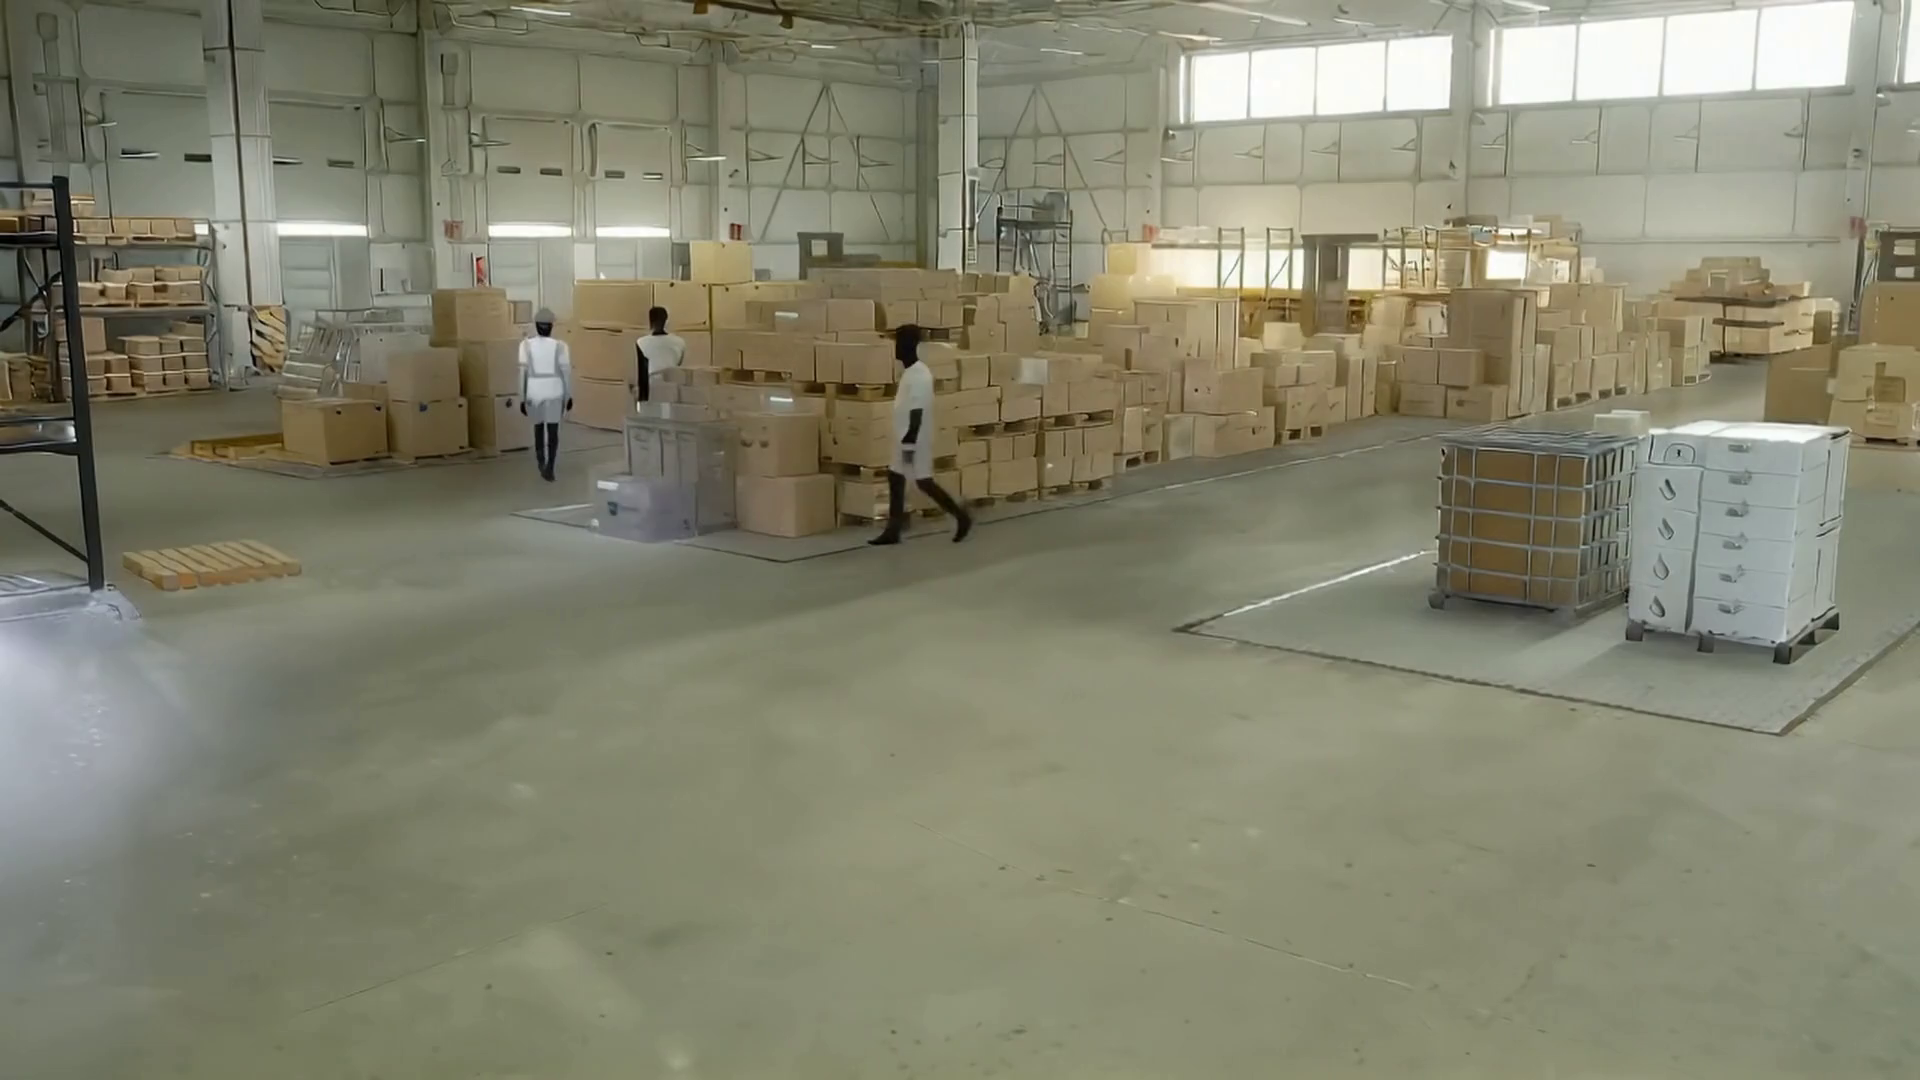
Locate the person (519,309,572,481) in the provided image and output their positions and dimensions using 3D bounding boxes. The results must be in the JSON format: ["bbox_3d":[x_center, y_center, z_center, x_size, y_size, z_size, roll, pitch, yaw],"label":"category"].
[{"bbox_3d":[-4.580,-1.606,18.405,0.566,1.883,0.997,-2,10,-12],"label":"person"}]

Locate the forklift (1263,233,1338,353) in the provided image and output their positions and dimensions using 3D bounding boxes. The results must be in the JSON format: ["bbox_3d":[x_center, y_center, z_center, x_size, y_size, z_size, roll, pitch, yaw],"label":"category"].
[{"bbox_3d":[7.068,-4.656,32.901,1.873,2.768,1.129,8,13,40],"label":"forklift"}]

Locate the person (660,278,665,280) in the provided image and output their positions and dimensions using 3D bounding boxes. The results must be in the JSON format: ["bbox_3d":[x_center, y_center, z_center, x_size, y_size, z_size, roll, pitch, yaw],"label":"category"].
[{"bbox_3d":[-6.518,-4.683,35.879,0.819,1.908,0.672,-6,12,-32],"label":"person"}]

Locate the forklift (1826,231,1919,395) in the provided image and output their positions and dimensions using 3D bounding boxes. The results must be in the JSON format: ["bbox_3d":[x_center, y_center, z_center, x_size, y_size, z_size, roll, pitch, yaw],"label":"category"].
[{"bbox_3d":[15.834,-3.800,28.029,1.873,2.768,1.129,-3,10,-16],"label":"forklift"}]

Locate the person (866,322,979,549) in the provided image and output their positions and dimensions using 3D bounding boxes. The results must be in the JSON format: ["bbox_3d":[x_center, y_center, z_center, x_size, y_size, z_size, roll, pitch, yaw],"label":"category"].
[{"bbox_3d":[-0.324,-0.879,14.108,0.904,1.941,0.605,-3,10,-16],"label":"person"}]

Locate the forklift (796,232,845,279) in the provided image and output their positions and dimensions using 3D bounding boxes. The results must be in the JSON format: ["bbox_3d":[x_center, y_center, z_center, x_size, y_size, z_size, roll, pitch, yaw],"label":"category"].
[{"bbox_3d":[-2.550,-4.254,30.610,1.873,2.768,1.129,8,13,40],"label":"forklift"}]

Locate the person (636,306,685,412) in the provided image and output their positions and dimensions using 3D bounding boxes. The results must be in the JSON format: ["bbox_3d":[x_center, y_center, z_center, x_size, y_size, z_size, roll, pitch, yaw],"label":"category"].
[{"bbox_3d":[-3.272,-1.599,18.235,0.598,1.917,0.378,-9,13,-41],"label":"person"}]

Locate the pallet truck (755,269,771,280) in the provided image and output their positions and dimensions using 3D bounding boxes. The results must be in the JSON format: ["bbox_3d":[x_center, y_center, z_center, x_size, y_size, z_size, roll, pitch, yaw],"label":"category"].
[{"bbox_3d":[-4.996,-6.432,45.525,1.885,1.965,0.823,-6,12,-32],"label":"pallet truck"}]
